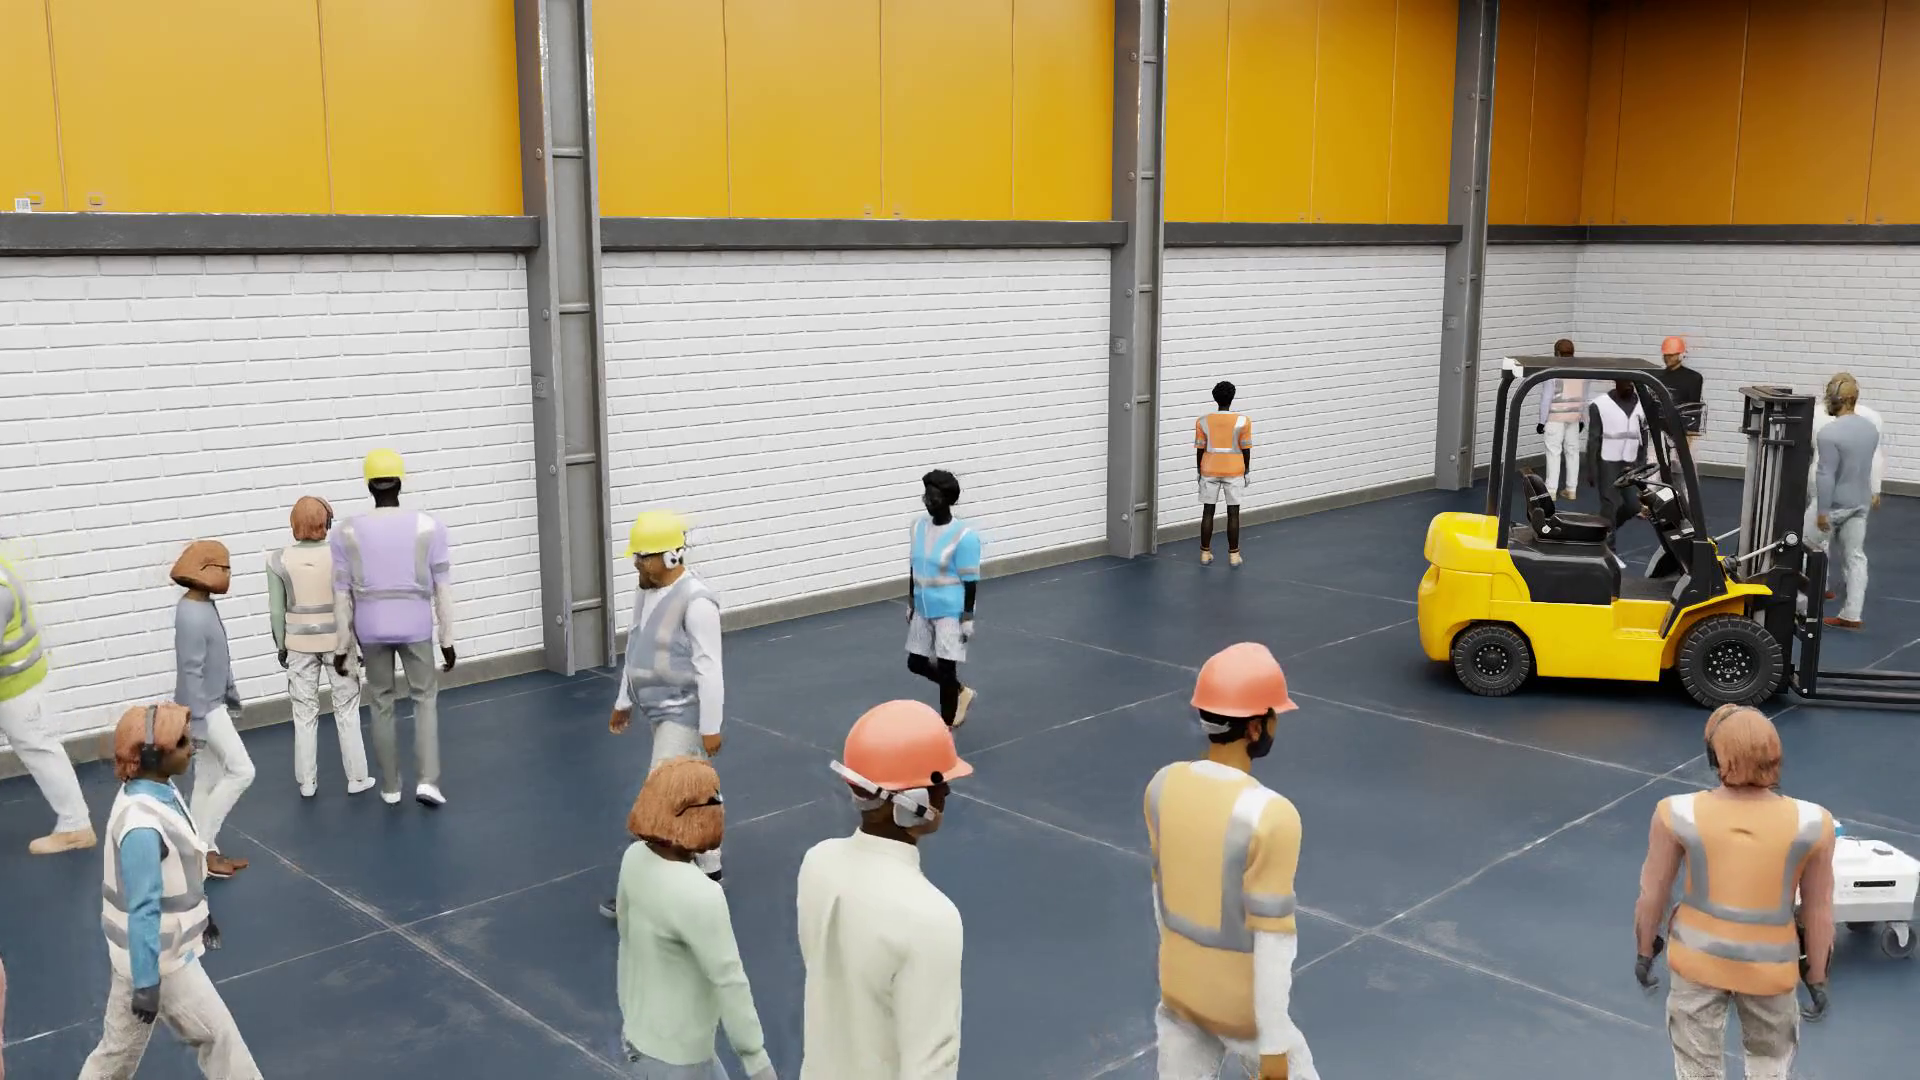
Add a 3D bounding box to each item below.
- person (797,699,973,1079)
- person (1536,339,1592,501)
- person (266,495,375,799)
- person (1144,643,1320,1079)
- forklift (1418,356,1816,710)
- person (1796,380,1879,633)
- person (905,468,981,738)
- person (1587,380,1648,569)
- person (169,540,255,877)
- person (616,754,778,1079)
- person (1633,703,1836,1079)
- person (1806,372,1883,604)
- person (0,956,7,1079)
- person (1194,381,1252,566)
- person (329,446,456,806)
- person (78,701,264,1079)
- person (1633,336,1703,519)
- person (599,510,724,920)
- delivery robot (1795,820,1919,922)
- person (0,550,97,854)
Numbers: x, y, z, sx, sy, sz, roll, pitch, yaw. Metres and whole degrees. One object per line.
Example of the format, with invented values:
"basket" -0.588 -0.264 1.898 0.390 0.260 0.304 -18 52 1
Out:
"person" -0.067 1.322 3.941 0.942 1.957 0.652 -8 13 -36
"person" 6.849 -1.369 18.960 0.632 1.840 0.429 -3 11 -17
"person" -3.408 0.577 8.890 0.514 1.642 0.307 -2 11 -9
"person" 0.802 1.221 4.614 0.694 1.915 0.585 -8 13 -36
"forklift" 4.276 -0.101 11.076 2.313 2.155 1.214 2 11 13
"person" 6.676 -0.266 12.746 0.648 1.914 0.717 -5 11 -24
"person" -0.066 0.405 9.682 0.495 1.682 0.548 -10 14 -44
"person" 5.950 -0.693 15.131 0.627 1.889 0.544 -3 11 -14
"person" -3.497 0.794 7.780 0.358 1.615 0.498 -4 11 -22
"person" -0.709 1.378 4.610 0.651 1.613 0.514 -6 12 -30
"person" 2.311 1.290 5.006 0.546 1.625 0.357 4 11 19
"person" 7.303 -0.446 13.815 0.666 1.879 0.986 8 13 37
"person" -2.280 1.450 3.433 0.430 1.896 0.707 3 11 16
"person" 2.401 -0.605 15.201 0.532 1.694 0.320 4 11 20
"person" -2.987 0.474 8.748 0.614 1.943 0.437 -3 11 -14
"person" -2.494 1.278 5.195 0.862 1.596 0.529 -5 12 -26
"person" 7.597 -1.197 17.752 0.607 1.945 1.030 10 14 43
"person" -1.383 0.766 7.408 0.728 1.801 0.617 -7 12 -33
"delivery robot" 3.635 1.418 7.009 0.707 0.478 0.477 -1 10 -5
"person" -4.622 0.688 7.872 0.889 1.792 0.655 -8 13 -39
